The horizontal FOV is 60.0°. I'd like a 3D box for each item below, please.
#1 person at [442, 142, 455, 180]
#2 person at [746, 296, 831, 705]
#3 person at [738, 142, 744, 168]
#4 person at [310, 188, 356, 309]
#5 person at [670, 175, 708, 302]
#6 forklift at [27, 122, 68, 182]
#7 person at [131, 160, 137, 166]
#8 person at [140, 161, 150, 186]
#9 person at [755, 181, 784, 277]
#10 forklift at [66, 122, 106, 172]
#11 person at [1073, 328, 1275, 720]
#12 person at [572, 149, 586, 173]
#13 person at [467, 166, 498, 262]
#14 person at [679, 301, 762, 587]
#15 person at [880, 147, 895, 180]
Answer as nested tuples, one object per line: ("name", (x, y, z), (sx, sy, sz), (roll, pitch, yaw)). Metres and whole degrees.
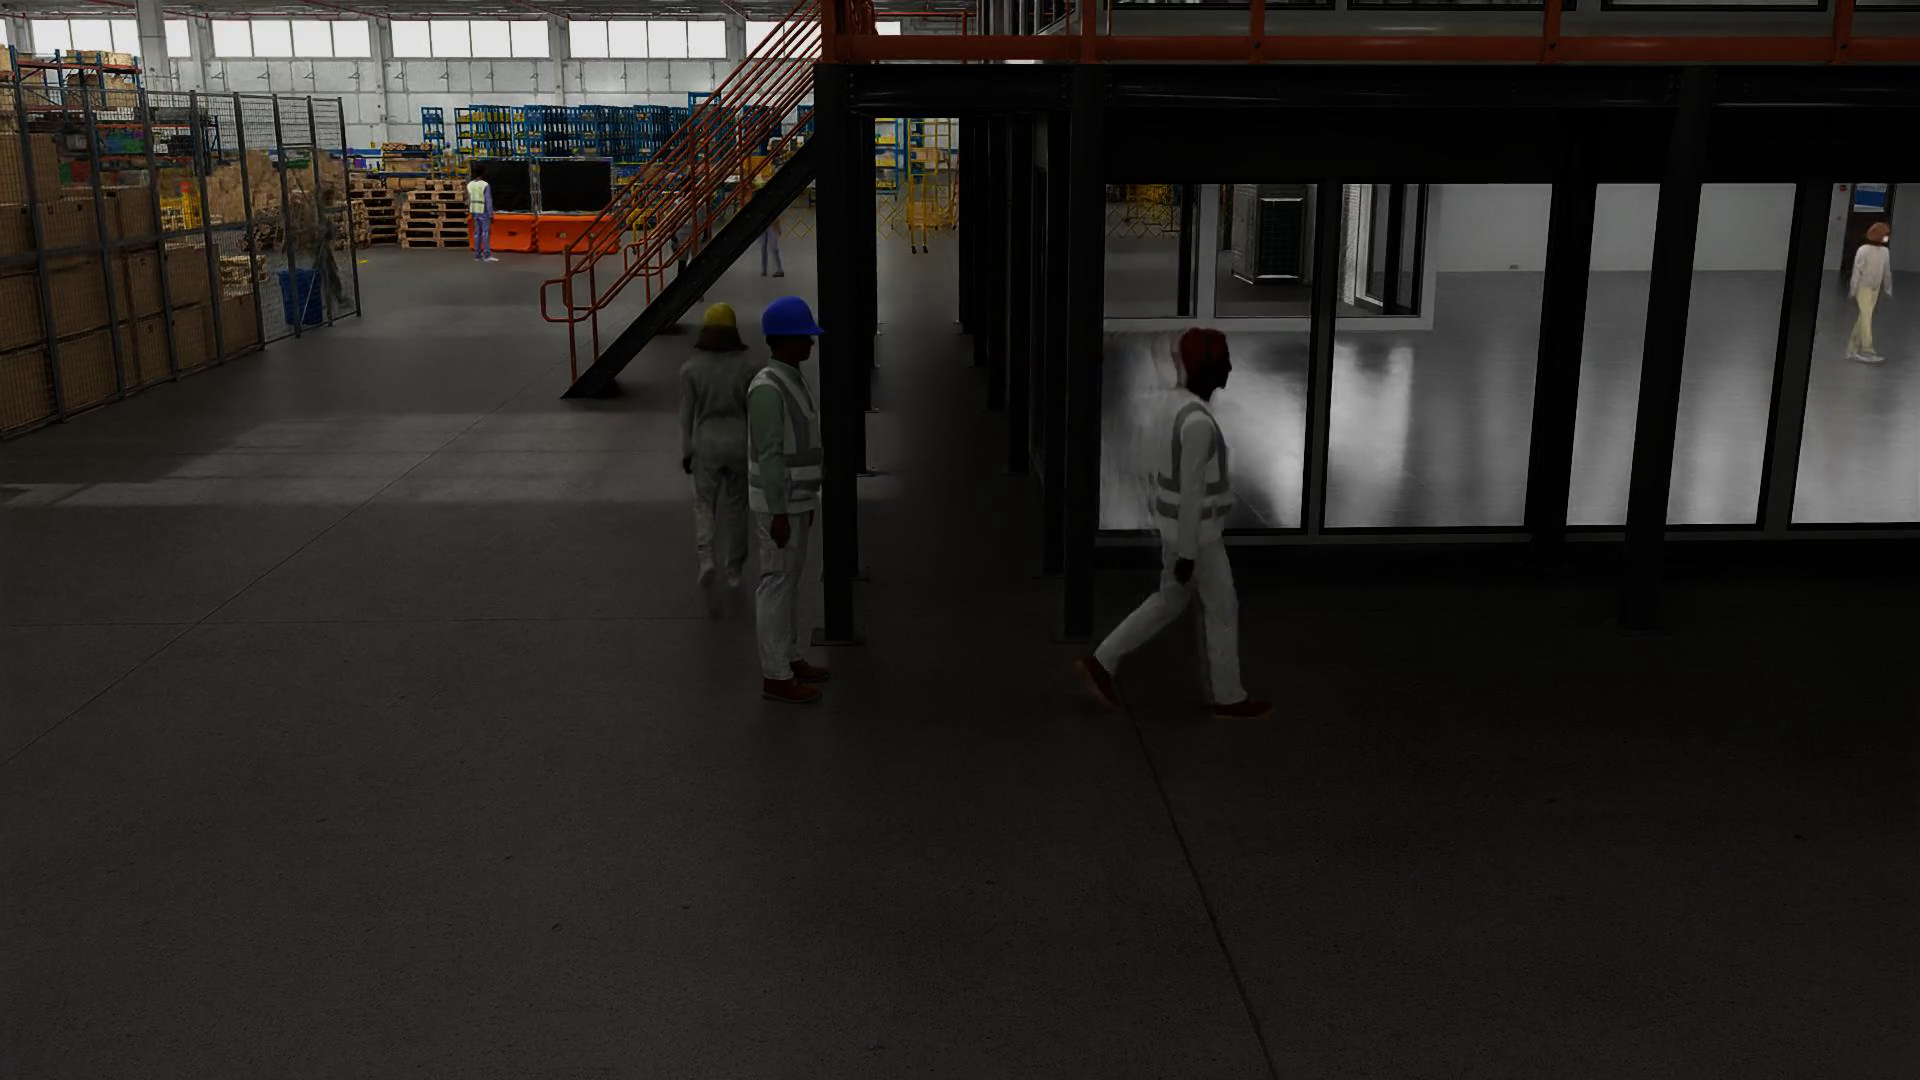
("person", (-24.261, -17.948, 79.037), (0.624, 1.916, 0.917), (-5, 15, -19))
("person", (-0.829, -0.196, 8.003), (0.389, 1.949, 0.604), (1, 14, 5))
("person", (-11.210, -19.712, 86.245), (0.588, 1.833, 0.404), (-4, 15, -16))
("person", (-9.493, -4.376, 25.026), (0.828, 1.794, 0.535), (-4, 15, -15))
("person", (-4.222, -4.703, 25.984), (0.608, 1.966, 0.374), (-3, 14, -11))
("forklift", (-35.376, -14.773, 64.377), (1.129, 2.768, 1.873), (-1, 14, -2))
("person", (-37.767, -17.222, 75.988), (0.434, 1.980, 0.659), (-10, 17, -36))
("person", (-25.170, -10.916, 51.504), (0.347, 1.628, 0.523), (3, 14, 13))
("person", (-3.521, -5.681, 30.367), (0.598, 1.741, 0.360), (7, 16, 26))
("forklift", (-37.834, -16.613, 71.732), (1.129, 2.768, 1.873), (-1, 14, -2))
("person", (1.008, -0.053, 7.638), (0.878, 1.859, 0.576), (-1, 14, -6))
("person", (-15.931, -15.493, 69.589), (0.542, 1.725, 0.505), (12, 18, 40))
("person", (-9.693, -6.595, 33.662), (0.628, 1.908, 0.394), (7, 16, 27))
("person", (-1.402, -0.543, 9.848), (0.492, 1.722, 0.429), (-1, 14, -6))
("person", (-3.006, -15.369, 68.760), (0.668, 1.916, 0.410), (-10, 17, -36))
